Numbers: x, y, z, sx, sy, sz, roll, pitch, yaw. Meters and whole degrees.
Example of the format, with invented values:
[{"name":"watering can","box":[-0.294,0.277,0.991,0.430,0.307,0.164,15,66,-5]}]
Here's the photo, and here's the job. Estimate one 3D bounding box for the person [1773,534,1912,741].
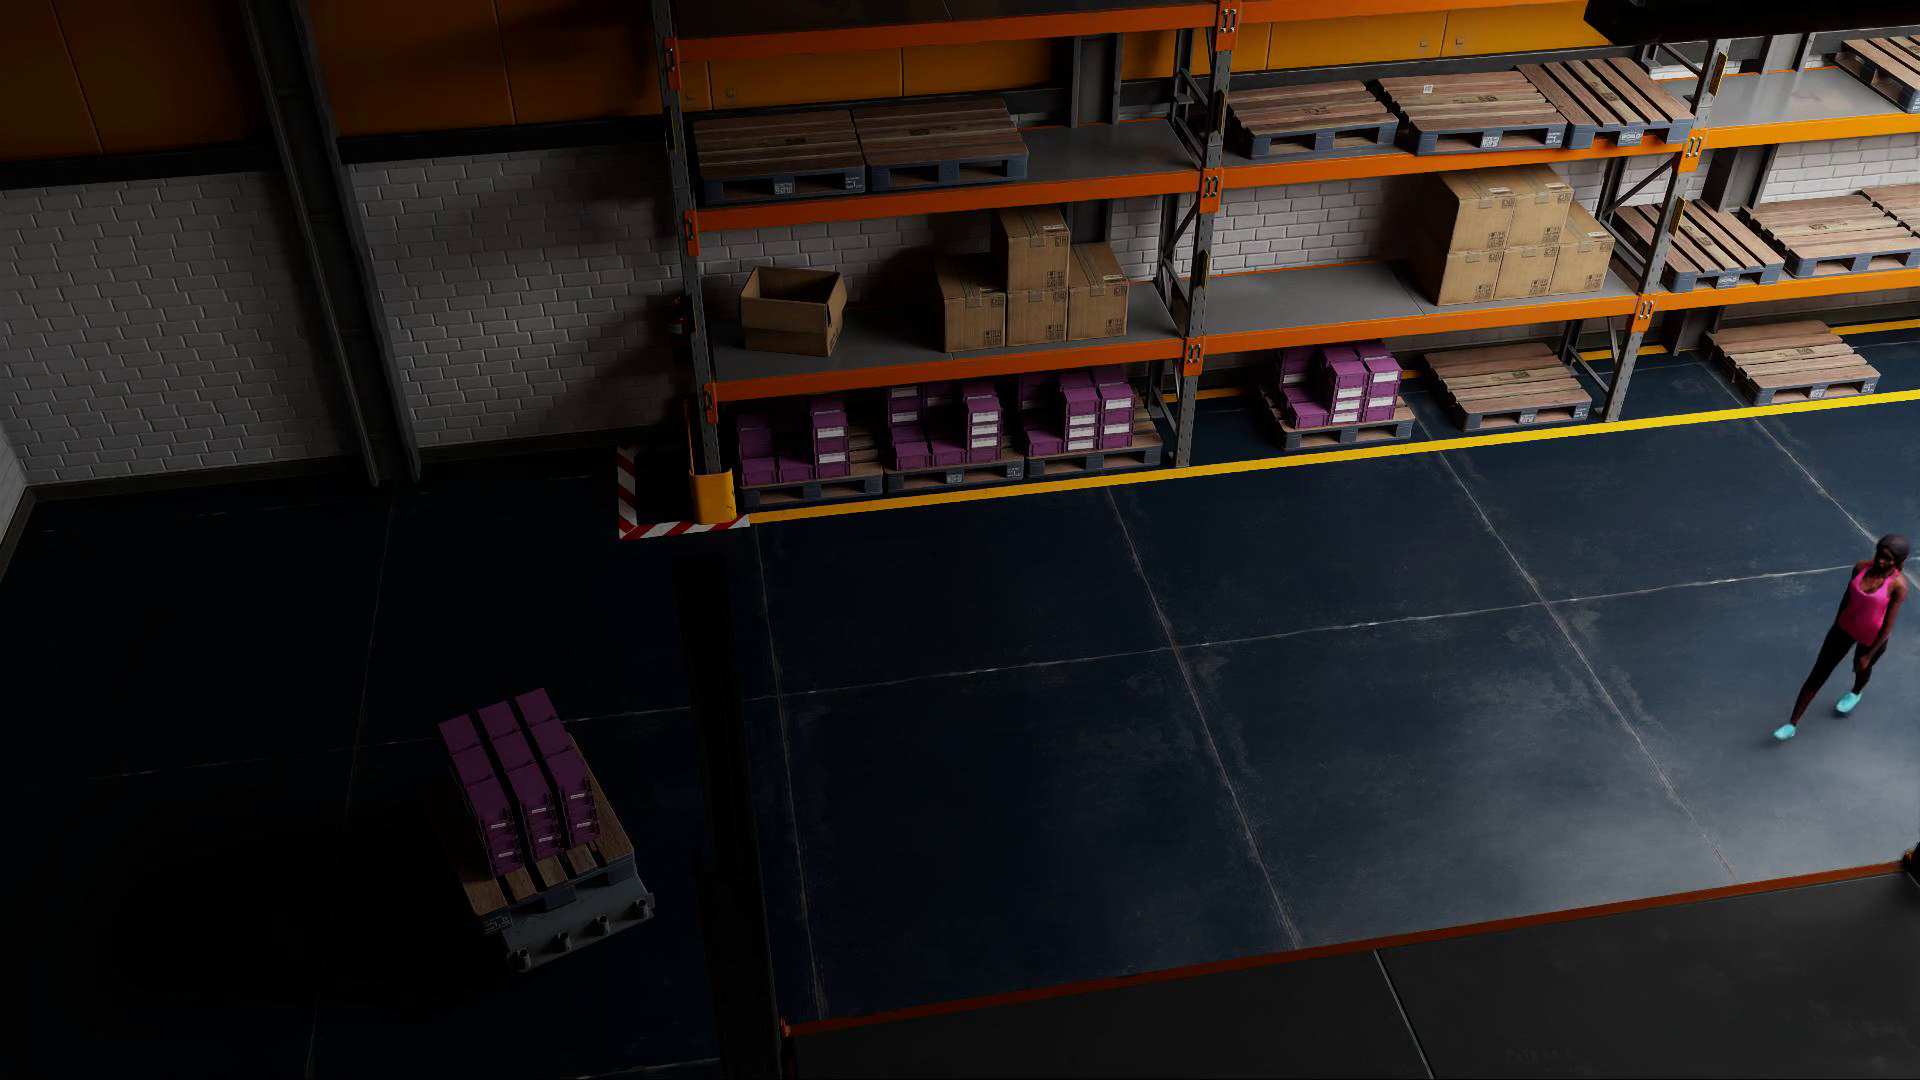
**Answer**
[{"name":"person","box":[6.260,0.650,11.480,1.222,1.668,0.928,-25,45,-27]}]
